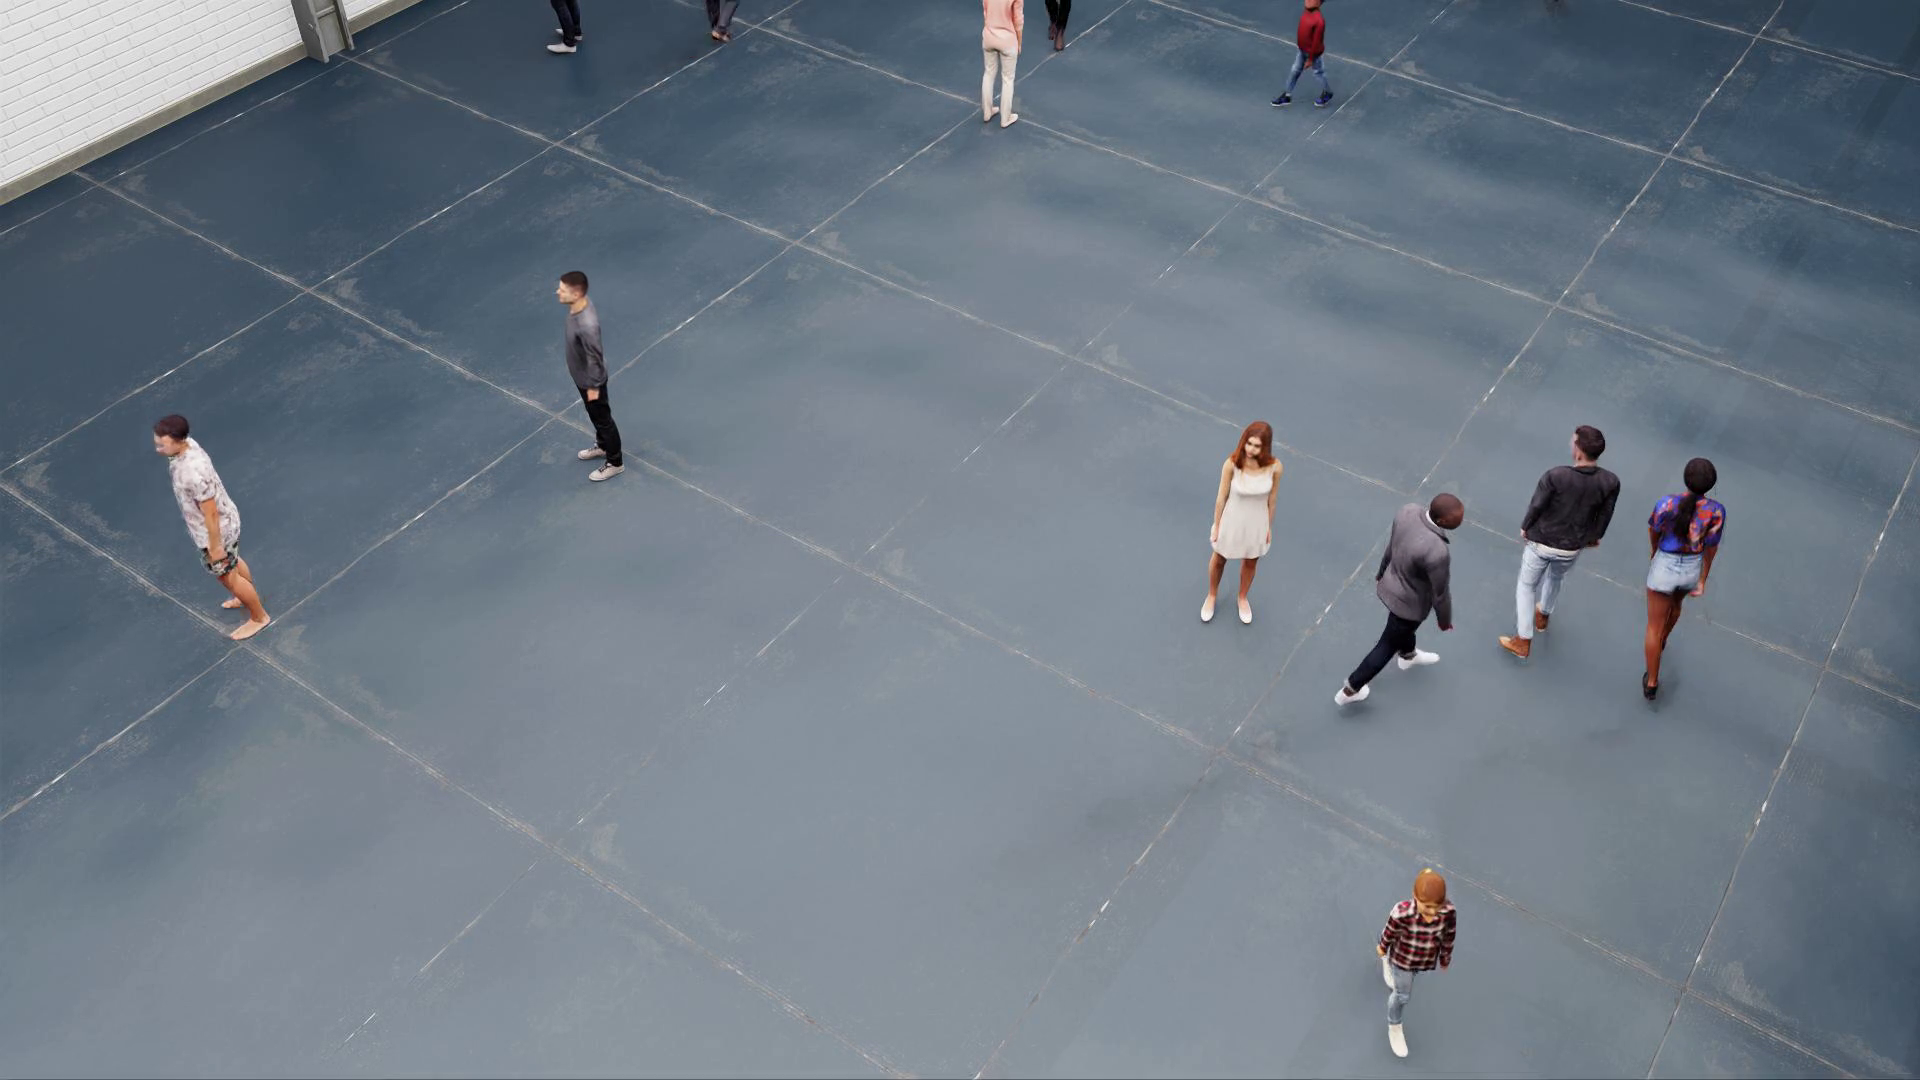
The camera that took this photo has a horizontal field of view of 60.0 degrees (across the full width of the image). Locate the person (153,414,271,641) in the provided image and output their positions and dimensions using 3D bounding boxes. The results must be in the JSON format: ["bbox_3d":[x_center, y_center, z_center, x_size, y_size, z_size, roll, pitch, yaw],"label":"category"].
[{"bbox_3d":[-4.951,-0.133,10.987,0.750,1.809,0.770,-13,45,-14],"label":"person"}]

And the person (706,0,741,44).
[{"bbox_3d":[-2.592,-5.890,17.184,0.707,1.597,0.657,-34,53,-31],"label":"person"}]

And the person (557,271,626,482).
[{"bbox_3d":[-2.705,-1.221,12.164,0.713,1.761,0.702,-17,46,-17],"label":"person"}]

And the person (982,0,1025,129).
[{"bbox_3d":[0.390,-4.809,15.957,0.610,1.725,0.551,20,47,20],"label":"person"}]

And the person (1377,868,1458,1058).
[{"bbox_3d":[2.433,2.148,8.968,0.857,1.293,0.922,-7,44,-7],"label":"person"}]

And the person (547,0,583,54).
[{"bbox_3d":[-4.157,-5.939,17.036,0.839,1.872,0.709,4,44,4],"label":"person"}]

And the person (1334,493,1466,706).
[{"bbox_3d":[2.735,0.411,10.451,1.183,1.761,1.122,-12,45,-13],"label":"person"}]

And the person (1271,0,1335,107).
[{"bbox_3d":[3.510,-4.822,16.330,0.930,1.228,0.793,-15,46,-15],"label":"person"}]

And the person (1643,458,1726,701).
[{"bbox_3d":[4.544,0.298,10.616,0.815,1.696,1.021,10,44,10],"label":"person"}]

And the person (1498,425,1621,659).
[{"bbox_3d":[3.871,0.019,10.814,0.906,1.827,0.986,6,44,6],"label":"person"}]

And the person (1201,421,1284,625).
[{"bbox_3d":[1.885,-0.128,11.054,0.640,1.709,0.662,4,44,4],"label":"person"}]
